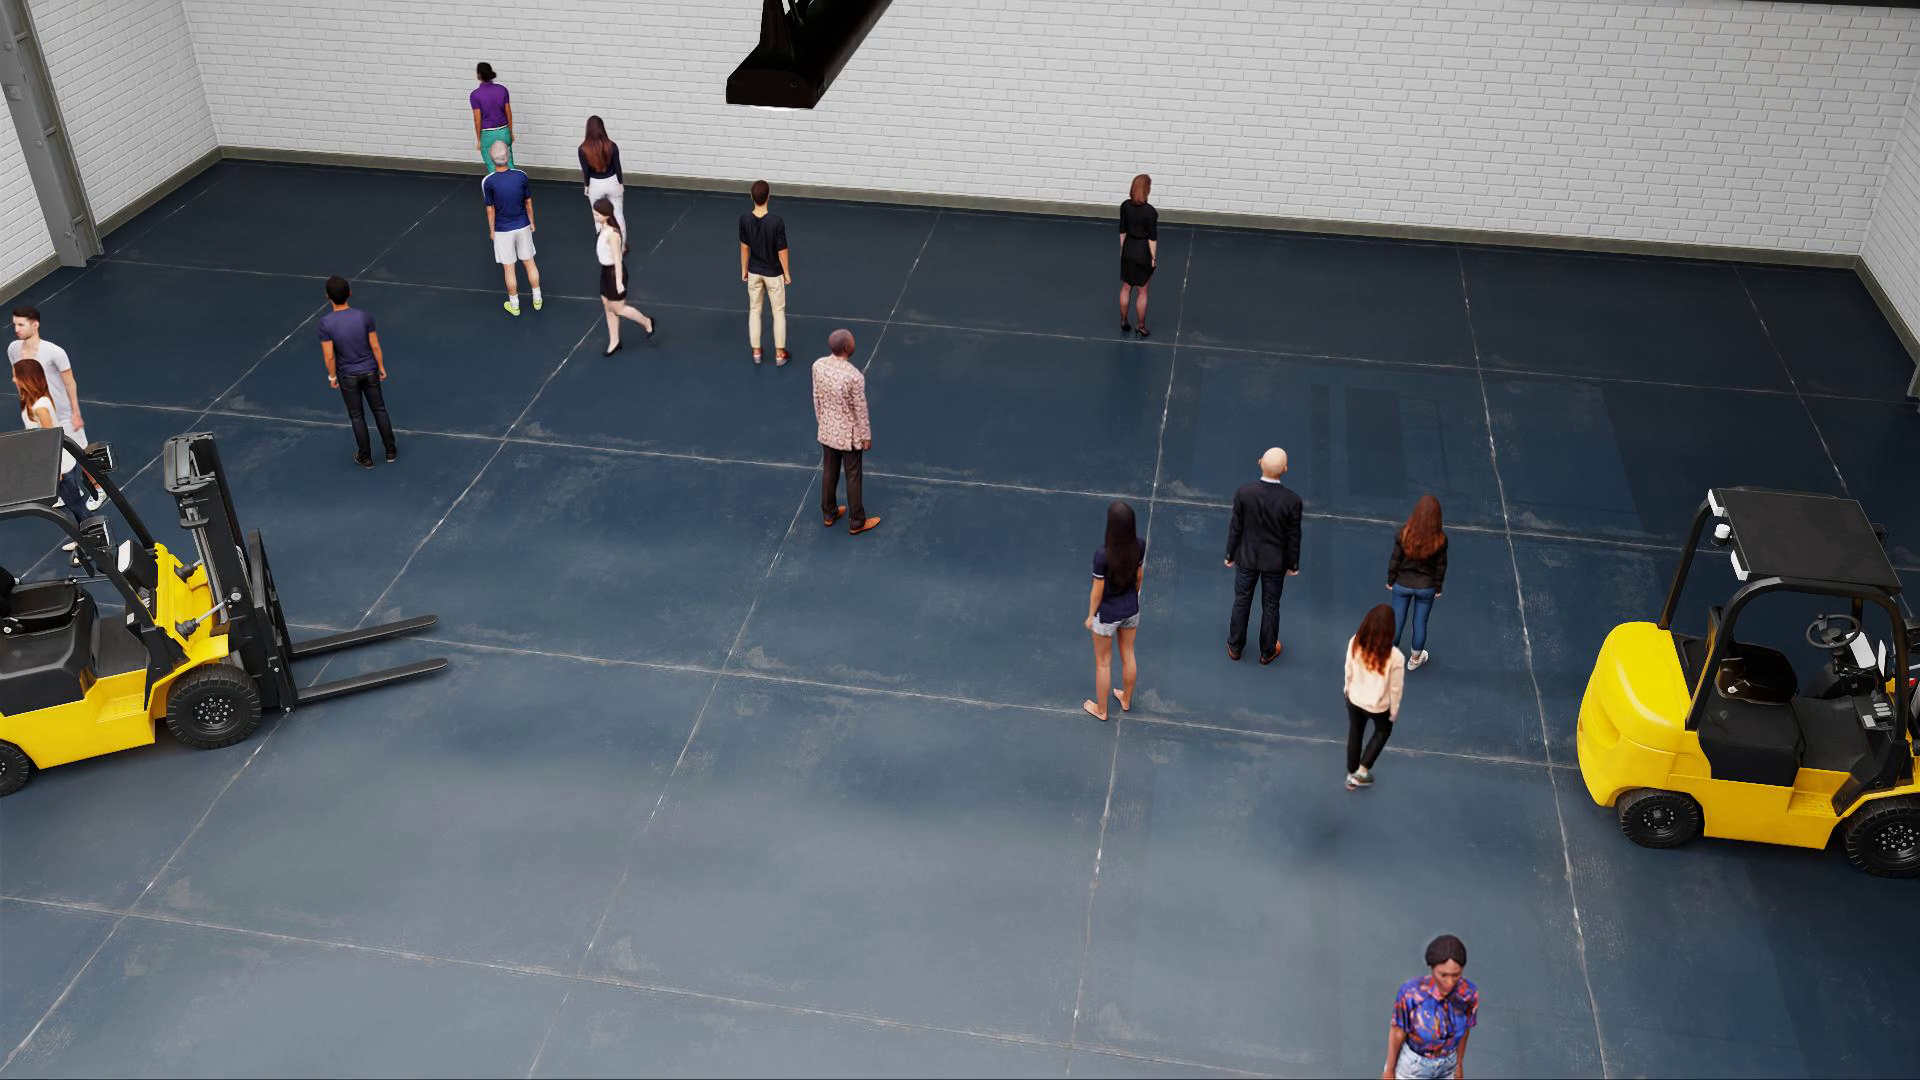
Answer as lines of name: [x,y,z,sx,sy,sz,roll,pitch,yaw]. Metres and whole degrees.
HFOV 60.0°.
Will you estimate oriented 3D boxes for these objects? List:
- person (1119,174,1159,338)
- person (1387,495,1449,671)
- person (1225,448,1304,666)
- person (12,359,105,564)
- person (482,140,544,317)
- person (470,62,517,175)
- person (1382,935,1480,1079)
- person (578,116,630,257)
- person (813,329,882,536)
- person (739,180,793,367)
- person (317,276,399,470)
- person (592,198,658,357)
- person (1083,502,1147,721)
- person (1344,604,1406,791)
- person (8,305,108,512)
person: [1.776,-2.852,16.700,0.662,1.706,0.669,25,41,33]
person: [3.325,0.309,12.144,0.573,1.484,0.534,9,35,13]
person: [2.203,0.121,12.143,0.717,1.799,0.610,10,35,14]
person: [-7.212,-0.642,13.303,0.718,1.785,0.664,-23,40,-30]
person: [-4.617,-3.221,17.134,0.719,1.839,0.769,-19,38,-27]
person: [-5.435,-4.718,19.452,0.714,1.767,0.777,-22,39,-29]
person: [2.335,2.643,8.398,0.647,1.743,0.612,-4,34,-6]
person: [-3.926,-3.900,18.362,0.676,1.610,0.667,-8,34,-12]
person: [-0.971,-0.897,13.666,0.778,1.807,0.751,21,39,29]
person: [-1.890,-2.597,16.184,0.638,1.851,0.551,7,34,10]
person: [-5.267,-1.464,14.532,0.709,1.793,0.753,-19,38,-26]
person: [-3.326,-2.590,16.367,0.909,1.637,0.880,-17,37,-23]
person: [1.085,0.501,11.599,0.653,1.767,0.692,-16,37,-23]
person: [2.682,1.082,10.989,0.667,1.475,0.678,24,41,32]
person: [-7.595,-1.113,13.947,0.669,1.856,0.553,6,34,9]
